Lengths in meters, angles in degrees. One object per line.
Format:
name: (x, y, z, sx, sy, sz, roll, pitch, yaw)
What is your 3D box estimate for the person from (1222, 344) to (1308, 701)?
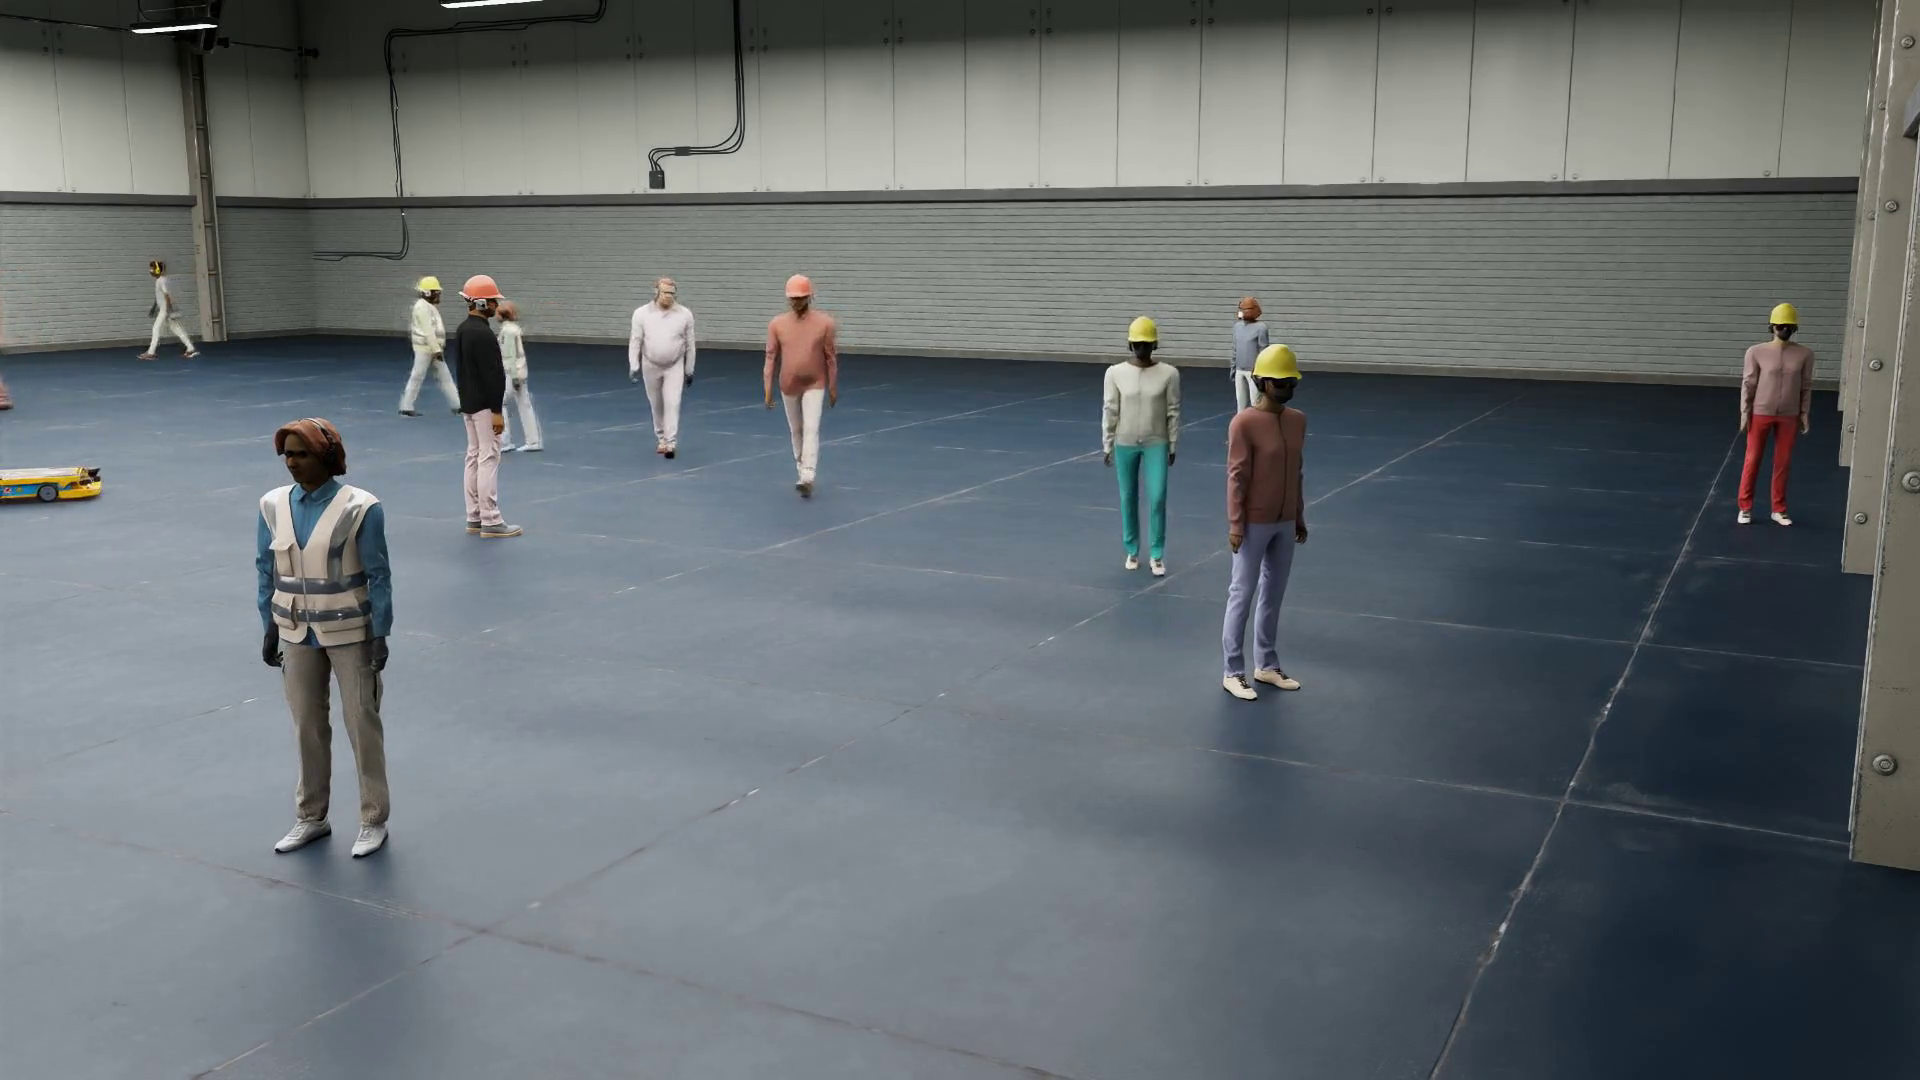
person: (1.545, -0.091, 8.290, 0.533, 1.767, 0.325, -8, 13, -37)

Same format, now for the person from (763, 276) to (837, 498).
person: (-1.422, -1.358, 14.723, 0.639, 1.932, 1.080, 0, 10, 2)

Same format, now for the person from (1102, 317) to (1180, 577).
person: (1.221, -0.625, 11.263, 0.525, 1.745, 0.670, 1, 10, 8)

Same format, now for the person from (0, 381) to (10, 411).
person: (-12.794, -2.547, 21.445, 0.656, 1.850, 0.990, 7, 12, 32)

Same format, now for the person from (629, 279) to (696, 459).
person: (-3.098, -1.786, 17.312, 0.670, 1.848, 1.013, -1, 10, -6)

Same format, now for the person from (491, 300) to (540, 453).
person: (-4.769, -1.709, 17.516, 0.652, 1.611, 0.554, -1, 10, -7)

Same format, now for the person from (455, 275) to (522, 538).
person: (-3.635, -1.018, 12.719, 0.384, 1.993, 0.622, -8, 13, -36)

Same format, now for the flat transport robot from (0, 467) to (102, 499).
flat transport robot: (-8.286, -0.475, 14.466, 1.431, 0.197, 0.652, -5, 11, -25)

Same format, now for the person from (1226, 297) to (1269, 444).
person: (3.139, -1.829, 18.130, 0.280, 1.631, 0.504, -7, 13, -34)

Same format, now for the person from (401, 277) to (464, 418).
person: (-6.618, -2.405, 20.889, 0.952, 1.779, 0.603, -1, 10, -3)

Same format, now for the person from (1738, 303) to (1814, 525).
person: (6.463, -0.987, 13.179, 0.533, 1.767, 0.326, 2, 10, 8)

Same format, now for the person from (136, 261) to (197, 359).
person: (-14.840, -4.282, 31.049, 1.032, 1.817, 0.491, -4, 11, -23)

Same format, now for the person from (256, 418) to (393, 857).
person: (-2.346, 0.363, 6.162, 0.522, 1.638, 0.309, 2, 11, 11)
